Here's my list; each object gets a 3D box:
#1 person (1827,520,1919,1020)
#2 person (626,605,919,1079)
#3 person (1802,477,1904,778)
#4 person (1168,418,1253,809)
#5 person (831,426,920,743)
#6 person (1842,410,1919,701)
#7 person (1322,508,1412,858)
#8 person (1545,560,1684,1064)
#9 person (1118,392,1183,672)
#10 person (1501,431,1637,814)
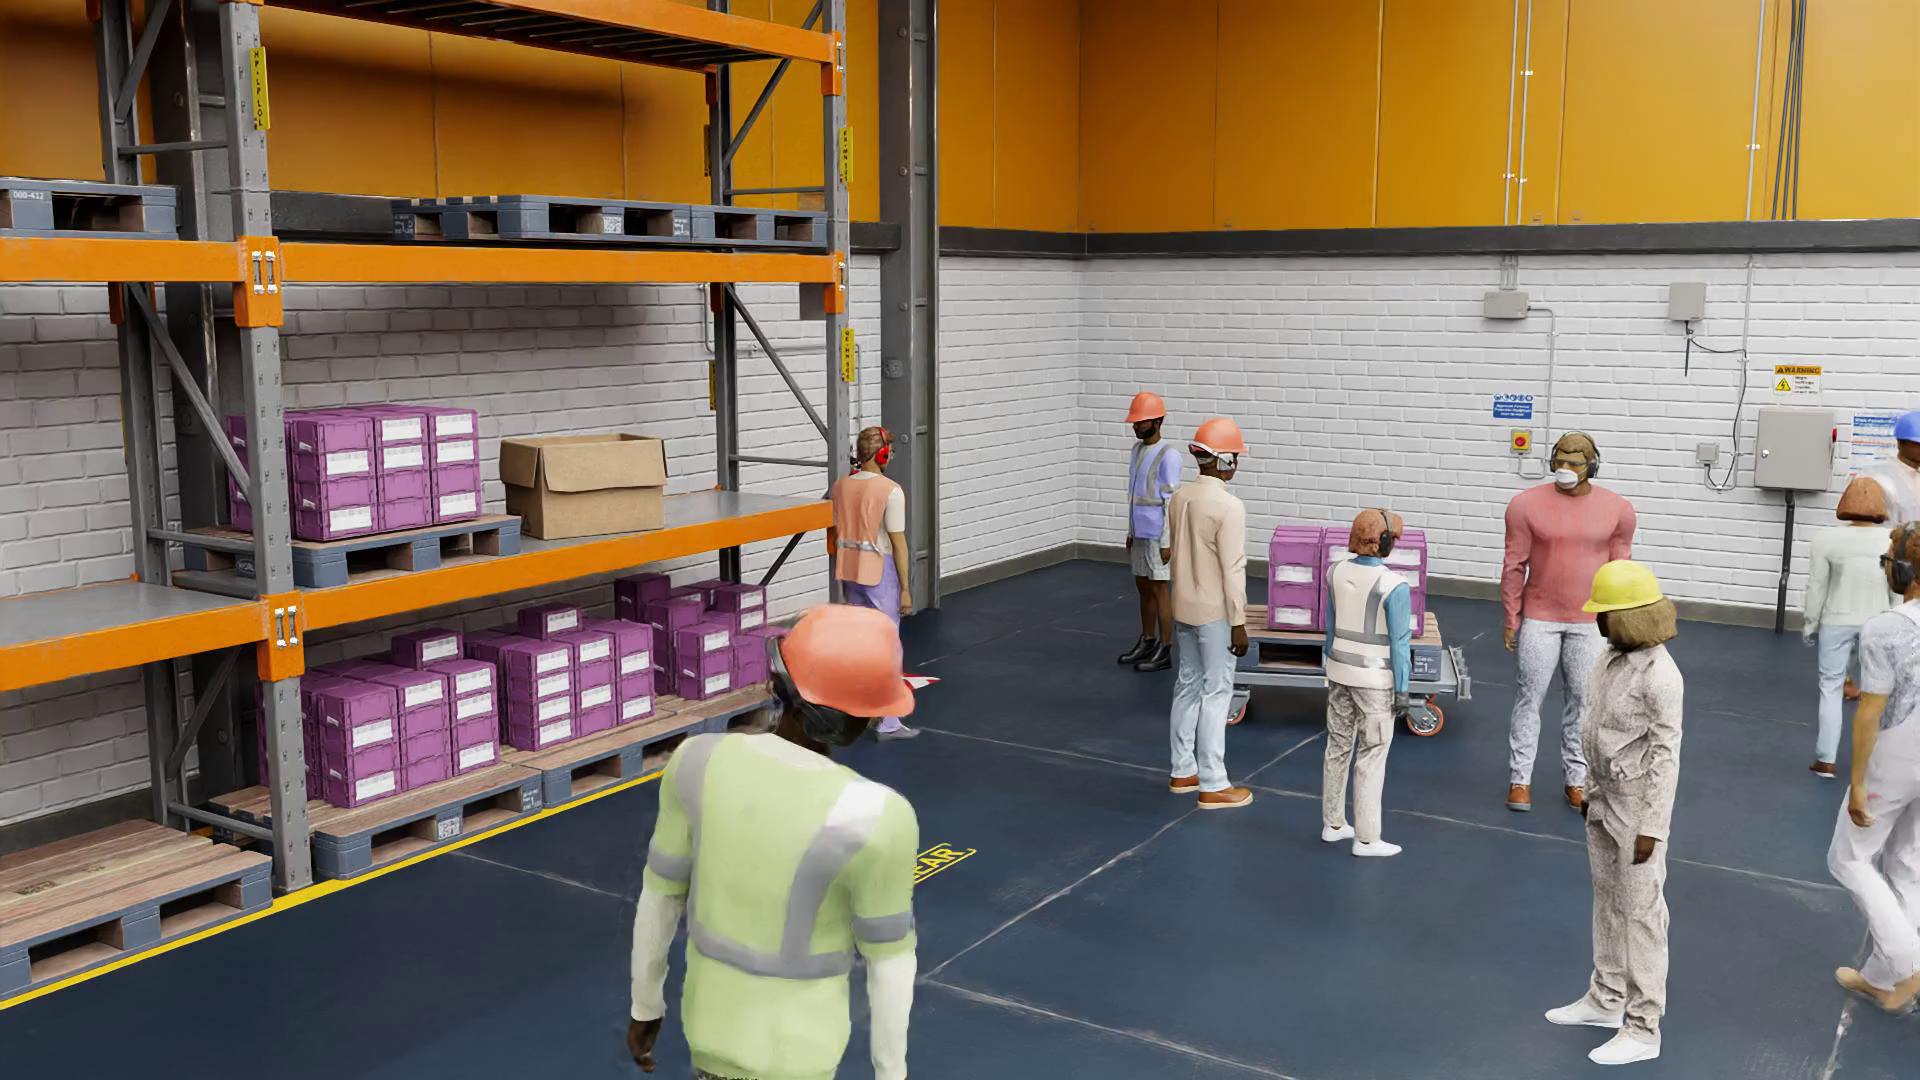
[{"bbox_3d":[3.410,0.839,5.948,0.523,1.829,0.519,-2,9,-12],"label":"person"},{"bbox_3d":[-0.421,1.109,3.704,0.721,1.982,0.483,6,10,32],"label":"person"},{"bbox_3d":[4.816,0.476,8.953,0.506,1.633,0.278,3,9,18],"label":"person"},{"bbox_3d":[1.285,0.369,8.513,0.400,1.988,0.616,-4,10,-23],"label":"person"},{"bbox_3d":[-0.517,0.260,9.677,0.565,1.840,0.390,8,12,41],"label":"person"},{"bbox_3d":[5.768,0.138,10.290,0.631,1.902,1.005,-1,9,-7],"label":"person"},{"bbox_3d":[1.881,0.662,7.740,0.317,1.631,0.523,-5,10,-29],"label":"person"},{"bbox_3d":[2.260,0.923,5.713,0.316,1.735,0.483,-1,9,-4],"label":"person"},{"bbox_3d":[1.295,-0.056,11.459,0.386,1.929,0.543,-4,9,-23],"label":"person"},{"bbox_3d":[3.045,0.413,8.371,0.629,1.937,0.376,2,9,11],"label":"person"}]
